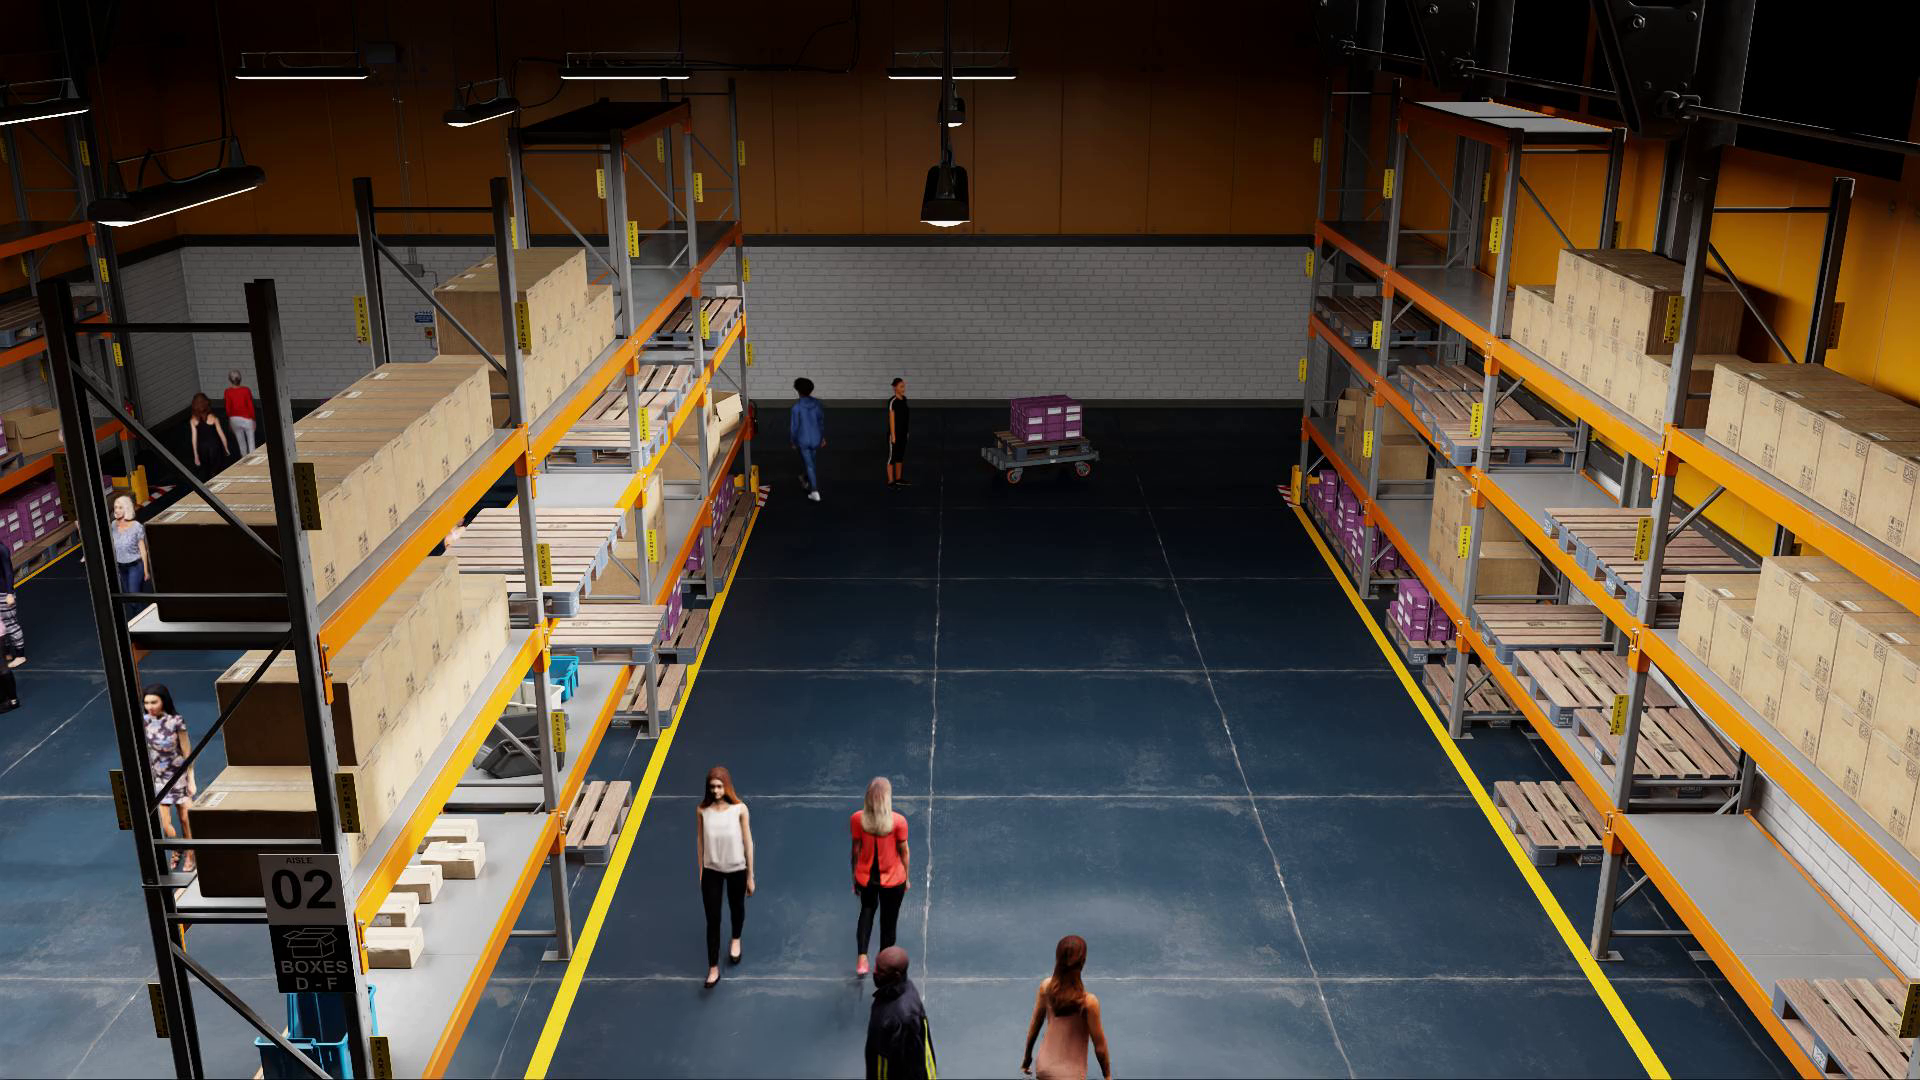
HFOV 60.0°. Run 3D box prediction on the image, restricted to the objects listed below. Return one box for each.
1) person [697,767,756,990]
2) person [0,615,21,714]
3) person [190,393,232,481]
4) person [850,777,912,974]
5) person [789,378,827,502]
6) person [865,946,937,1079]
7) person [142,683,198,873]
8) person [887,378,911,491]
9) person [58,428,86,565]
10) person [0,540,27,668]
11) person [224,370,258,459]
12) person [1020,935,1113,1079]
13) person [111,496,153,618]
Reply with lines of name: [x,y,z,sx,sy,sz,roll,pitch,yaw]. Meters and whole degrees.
person: [-1.774,2.481,12.695,0.598,1.693,0.933,0,19,-1]
person: [-10.054,0.957,17.234,0.678,1.685,0.697,10,21,28]
person: [-10.652,-1.179,23.581,0.690,1.683,1.203,-3,19,-8]
person: [-0.621,2.587,12.395,0.660,1.683,0.713,5,19,14]
person: [-2.174,-1.429,24.204,1.089,1.759,1.240,-12,22,-31]
person: [-0.346,3.262,10.183,0.854,1.816,0.671,-4,19,-10]
person: [-6.668,1.989,14.106,0.654,1.725,0.651,-4,19,-12]
person: [-0.935,-1.614,24.893,0.714,1.668,0.600,11,21,29]
person: [-11.476,-0.601,21.630,0.627,1.831,0.445,-1,19,-3]
person: [-10.614,0.553,18.358,0.660,1.734,0.613,5,19,16]
person: [-10.887,-1.732,25.225,0.677,1.681,0.734,-7,20,-20]
person: [0.562,3.302,10.106,1.066,1.789,1.151,16,25,40]
person: [-9.487,0.301,19.152,0.765,1.703,1.045,5,19,15]
